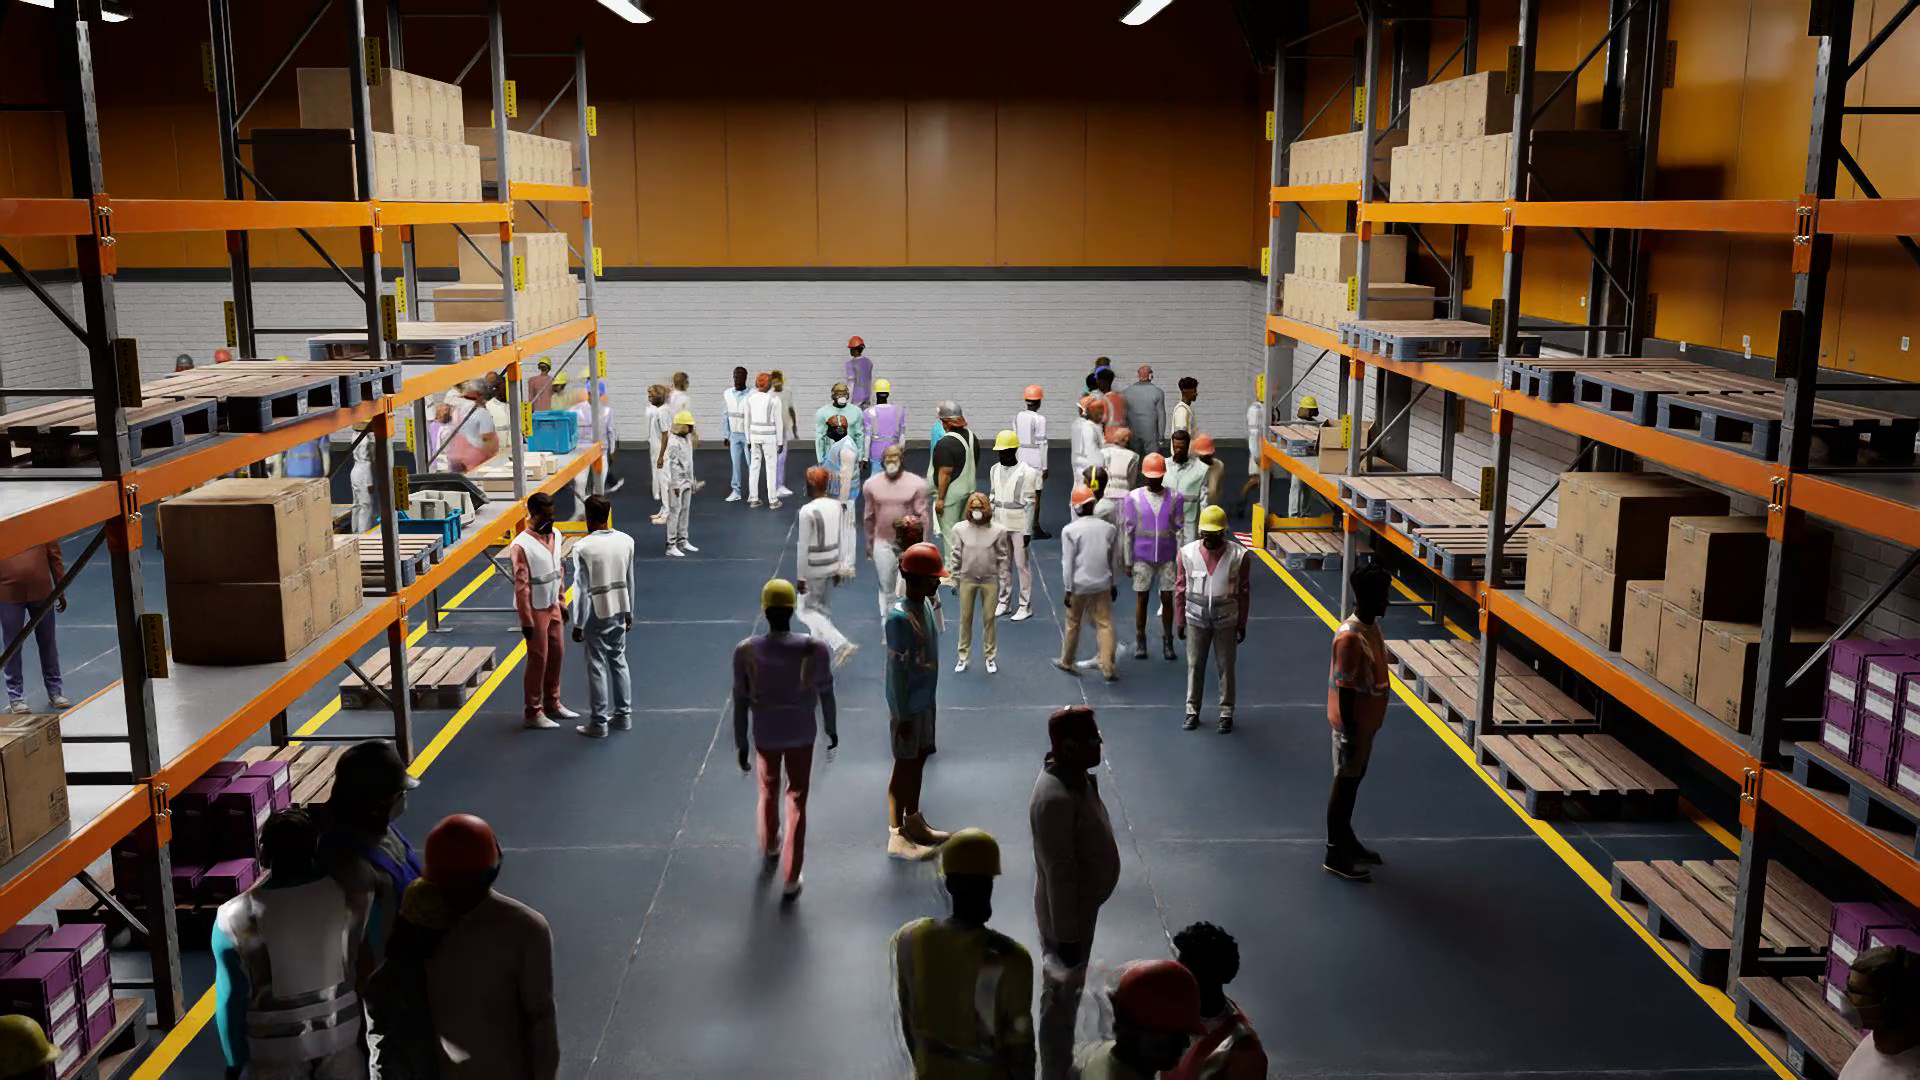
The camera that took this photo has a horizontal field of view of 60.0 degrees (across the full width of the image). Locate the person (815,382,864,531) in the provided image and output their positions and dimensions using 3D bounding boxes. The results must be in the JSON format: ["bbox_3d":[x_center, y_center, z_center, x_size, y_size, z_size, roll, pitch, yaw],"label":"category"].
[{"bbox_3d":[-1.528,-1.050,21.186,0.632,1.932,0.369,-4,12,-17],"label":"person"}]

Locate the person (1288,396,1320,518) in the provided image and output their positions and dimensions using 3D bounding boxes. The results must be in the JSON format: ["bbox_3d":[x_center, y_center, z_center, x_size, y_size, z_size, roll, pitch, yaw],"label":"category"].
[{"bbox_3d":[4.436,-0.980,21.295,0.487,1.744,0.297,-8,14,-36],"label":"person"}]

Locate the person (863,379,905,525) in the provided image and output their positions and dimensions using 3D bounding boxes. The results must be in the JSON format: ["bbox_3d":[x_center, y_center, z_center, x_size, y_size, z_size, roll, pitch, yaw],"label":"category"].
[{"bbox_3d":[-0.996,-1.117,21.516,0.591,1.926,0.386,-5,12,-24],"label":"person"}]

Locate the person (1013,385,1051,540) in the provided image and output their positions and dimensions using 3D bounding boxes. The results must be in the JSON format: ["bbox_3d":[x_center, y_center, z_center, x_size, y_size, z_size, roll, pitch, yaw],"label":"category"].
[{"bbox_3d":[0.912,-0.971,20.764,0.362,1.935,0.551,-10,15,-40],"label":"person"}]

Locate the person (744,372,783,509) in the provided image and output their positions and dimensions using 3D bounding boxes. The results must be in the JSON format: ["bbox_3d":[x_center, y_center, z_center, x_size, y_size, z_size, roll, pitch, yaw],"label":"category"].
[{"bbox_3d":[-2.702,-1.370,22.931,0.571,1.876,0.346,4,12,20],"label":"person"}]

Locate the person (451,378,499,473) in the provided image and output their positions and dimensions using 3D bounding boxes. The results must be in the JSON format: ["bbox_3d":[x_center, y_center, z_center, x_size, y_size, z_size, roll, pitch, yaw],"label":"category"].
[{"bbox_3d":[-6.076,-1.053,20.914,0.807,2.000,0.623,10,15,41],"label":"person"}]

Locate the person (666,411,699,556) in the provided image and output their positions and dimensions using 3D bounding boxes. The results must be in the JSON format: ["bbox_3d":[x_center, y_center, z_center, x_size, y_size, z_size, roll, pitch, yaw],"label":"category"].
[{"bbox_3d":[-3.306,-0.679,19.823,0.356,1.737,0.483,4,12,19],"label":"person"}]

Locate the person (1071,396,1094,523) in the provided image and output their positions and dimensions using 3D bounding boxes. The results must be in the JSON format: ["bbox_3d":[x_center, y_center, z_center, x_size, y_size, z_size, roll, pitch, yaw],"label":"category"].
[{"bbox_3d":[1.597,-0.961,21.198,0.338,1.742,0.563,-3,12,-13],"label":"person"}]

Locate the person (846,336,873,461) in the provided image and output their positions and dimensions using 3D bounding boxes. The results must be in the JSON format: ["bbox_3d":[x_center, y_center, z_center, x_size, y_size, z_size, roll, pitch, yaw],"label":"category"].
[{"bbox_3d":[-1.681,-2.319,27.253,0.397,2.044,0.609,8,14,34],"label":"person"}]

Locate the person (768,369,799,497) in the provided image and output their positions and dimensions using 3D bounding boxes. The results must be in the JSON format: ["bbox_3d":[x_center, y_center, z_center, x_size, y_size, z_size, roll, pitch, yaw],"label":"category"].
[{"bbox_3d":[-2.600,-1.540,23.850,0.411,1.843,0.605,10,15,41],"label":"person"}]

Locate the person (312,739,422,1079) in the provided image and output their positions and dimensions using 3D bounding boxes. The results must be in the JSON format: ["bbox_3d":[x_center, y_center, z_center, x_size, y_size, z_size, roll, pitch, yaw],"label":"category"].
[{"bbox_3d":[-2.329,1.773,6.743,0.535,2.000,0.684,-2,12,-11],"label":"person"}]

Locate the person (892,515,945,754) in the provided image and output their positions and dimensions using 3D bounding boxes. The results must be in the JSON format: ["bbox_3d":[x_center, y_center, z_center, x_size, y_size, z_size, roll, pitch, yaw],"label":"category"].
[{"bbox_3d":[-0.312,0.712,12.572,0.389,1.837,0.563,-2,11,-9],"label":"person"}]

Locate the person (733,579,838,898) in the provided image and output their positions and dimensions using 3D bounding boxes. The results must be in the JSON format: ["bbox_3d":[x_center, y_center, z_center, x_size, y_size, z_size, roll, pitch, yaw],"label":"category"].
[{"bbox_3d":[-1.061,1.164,10.213,0.608,1.882,0.958,0,11,1],"label":"person"}]

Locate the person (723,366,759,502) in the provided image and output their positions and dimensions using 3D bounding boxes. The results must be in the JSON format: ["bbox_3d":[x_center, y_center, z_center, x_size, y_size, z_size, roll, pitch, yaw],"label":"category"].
[{"bbox_3d":[-3.044,-1.488,23.401,0.590,1.918,0.391,4,12,19],"label":"person"}]

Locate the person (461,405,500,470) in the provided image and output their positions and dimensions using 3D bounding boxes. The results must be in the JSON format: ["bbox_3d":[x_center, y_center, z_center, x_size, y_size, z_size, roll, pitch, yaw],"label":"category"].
[{"bbox_3d":[-6.325,-1.039,21.875,0.528,1.618,0.342,-3,12,-17],"label":"person"}]

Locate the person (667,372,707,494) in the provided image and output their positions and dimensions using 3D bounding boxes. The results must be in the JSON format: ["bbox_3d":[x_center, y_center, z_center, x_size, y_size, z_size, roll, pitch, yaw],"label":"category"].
[{"bbox_3d":[-3.916,-1.490,23.711,0.536,1.803,0.902,10,15,41],"label":"person"}]

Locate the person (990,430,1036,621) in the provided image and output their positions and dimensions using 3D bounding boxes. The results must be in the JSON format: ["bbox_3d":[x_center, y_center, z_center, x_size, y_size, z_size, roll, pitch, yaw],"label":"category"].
[{"bbox_3d":[0.507,-0.149,16.691,0.583,1.921,0.394,10,15,42],"label":"person"}]

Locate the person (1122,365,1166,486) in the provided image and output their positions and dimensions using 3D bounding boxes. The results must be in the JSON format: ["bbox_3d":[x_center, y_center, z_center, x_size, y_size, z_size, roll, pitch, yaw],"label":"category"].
[{"bbox_3d":[2.632,-1.551,23.754,0.652,1.904,0.402,5,12,23],"label":"person"}]

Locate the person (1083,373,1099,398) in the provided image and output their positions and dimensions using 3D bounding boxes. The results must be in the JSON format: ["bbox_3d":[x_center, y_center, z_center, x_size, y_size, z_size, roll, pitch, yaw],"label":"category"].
[{"bbox_3d":[1.956,-1.635,24.693,0.316,1.696,0.541,-2,12,-11],"label":"person"}]

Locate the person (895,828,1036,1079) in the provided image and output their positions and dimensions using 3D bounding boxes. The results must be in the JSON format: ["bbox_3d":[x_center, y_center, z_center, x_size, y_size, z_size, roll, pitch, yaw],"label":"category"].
[{"bbox_3d":[0.093,1.975,6.110,0.636,1.881,0.850,7,13,32],"label":"person"}]

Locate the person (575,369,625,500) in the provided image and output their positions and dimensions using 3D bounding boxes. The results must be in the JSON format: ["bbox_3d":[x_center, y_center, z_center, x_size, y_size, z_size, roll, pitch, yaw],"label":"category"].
[{"bbox_3d":[-5.158,-1.528,23.740,0.622,1.853,1.018,8,14,36],"label":"person"}]

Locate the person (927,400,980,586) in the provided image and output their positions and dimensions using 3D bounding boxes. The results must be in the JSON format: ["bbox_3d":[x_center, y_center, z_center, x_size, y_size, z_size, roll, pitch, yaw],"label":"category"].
[{"bbox_3d":[-0.107,-0.528,18.280,0.535,2.000,0.687,7,13,32],"label":"person"}]

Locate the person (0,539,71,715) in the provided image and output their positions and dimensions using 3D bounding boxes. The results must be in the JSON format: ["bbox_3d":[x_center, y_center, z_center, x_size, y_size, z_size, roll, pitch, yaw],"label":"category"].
[{"bbox_3d":[-7.625,0.439,13.572,0.615,1.987,0.407,-10,15,-42],"label":"person"}]

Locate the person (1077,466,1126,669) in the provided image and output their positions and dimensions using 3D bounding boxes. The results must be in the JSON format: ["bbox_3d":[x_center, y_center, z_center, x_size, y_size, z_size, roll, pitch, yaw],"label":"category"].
[{"bbox_3d":[1.216,0.262,14.802,0.395,1.845,0.536,3,12,13],"label":"person"}]

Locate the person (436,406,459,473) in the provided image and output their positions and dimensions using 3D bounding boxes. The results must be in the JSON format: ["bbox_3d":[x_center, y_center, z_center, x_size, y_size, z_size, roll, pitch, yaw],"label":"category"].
[{"bbox_3d":[-6.502,-0.900,21.182,0.313,1.632,0.525,-4,12,-19],"label":"person"}]

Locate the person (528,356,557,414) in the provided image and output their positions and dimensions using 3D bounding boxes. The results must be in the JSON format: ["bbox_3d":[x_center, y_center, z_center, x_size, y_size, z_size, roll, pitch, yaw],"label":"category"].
[{"bbox_3d":[-6.669,-2.079,26.780,0.535,1.755,0.342,-1,11,-3],"label":"person"}]

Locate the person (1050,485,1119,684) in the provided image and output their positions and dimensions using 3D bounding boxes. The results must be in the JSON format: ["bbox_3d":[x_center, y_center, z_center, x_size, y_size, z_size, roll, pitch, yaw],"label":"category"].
[{"bbox_3d":[1.121,0.376,14.612,0.590,1.700,0.744,-5,12,-25],"label":"person"}]

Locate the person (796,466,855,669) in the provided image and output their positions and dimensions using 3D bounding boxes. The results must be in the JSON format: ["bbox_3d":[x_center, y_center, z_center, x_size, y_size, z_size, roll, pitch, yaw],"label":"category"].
[{"bbox_3d":[-1.223,0.270,14.706,0.550,1.865,0.606,6,13,27],"label":"person"}]

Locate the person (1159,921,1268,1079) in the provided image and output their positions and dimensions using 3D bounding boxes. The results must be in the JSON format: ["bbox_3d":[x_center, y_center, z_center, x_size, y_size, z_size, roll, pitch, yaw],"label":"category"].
[{"bbox_3d":[0.863,2.132,5.831,0.321,1.688,0.534,-5,12,-24],"label":"person"}]

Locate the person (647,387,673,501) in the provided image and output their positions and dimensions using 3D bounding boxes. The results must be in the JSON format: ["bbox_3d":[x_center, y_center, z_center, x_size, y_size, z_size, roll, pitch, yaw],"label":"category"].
[{"bbox_3d":[-4.204,-1.376,23.641,0.533,1.581,0.878,1,11,7],"label":"person"}]

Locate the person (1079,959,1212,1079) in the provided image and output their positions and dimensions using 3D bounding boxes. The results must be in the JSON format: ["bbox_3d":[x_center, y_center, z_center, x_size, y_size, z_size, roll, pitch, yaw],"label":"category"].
[{"bbox_3d":[0.560,2.174,4.947,0.727,1.951,0.613,0,11,-1],"label":"person"}]

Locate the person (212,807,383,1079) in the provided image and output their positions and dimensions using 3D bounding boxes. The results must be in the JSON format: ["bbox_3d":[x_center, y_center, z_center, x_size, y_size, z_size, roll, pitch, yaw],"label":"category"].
[{"bbox_3d":[-2.543,1.927,6.475,0.633,1.840,0.429,-7,13,-31],"label":"person"}]
